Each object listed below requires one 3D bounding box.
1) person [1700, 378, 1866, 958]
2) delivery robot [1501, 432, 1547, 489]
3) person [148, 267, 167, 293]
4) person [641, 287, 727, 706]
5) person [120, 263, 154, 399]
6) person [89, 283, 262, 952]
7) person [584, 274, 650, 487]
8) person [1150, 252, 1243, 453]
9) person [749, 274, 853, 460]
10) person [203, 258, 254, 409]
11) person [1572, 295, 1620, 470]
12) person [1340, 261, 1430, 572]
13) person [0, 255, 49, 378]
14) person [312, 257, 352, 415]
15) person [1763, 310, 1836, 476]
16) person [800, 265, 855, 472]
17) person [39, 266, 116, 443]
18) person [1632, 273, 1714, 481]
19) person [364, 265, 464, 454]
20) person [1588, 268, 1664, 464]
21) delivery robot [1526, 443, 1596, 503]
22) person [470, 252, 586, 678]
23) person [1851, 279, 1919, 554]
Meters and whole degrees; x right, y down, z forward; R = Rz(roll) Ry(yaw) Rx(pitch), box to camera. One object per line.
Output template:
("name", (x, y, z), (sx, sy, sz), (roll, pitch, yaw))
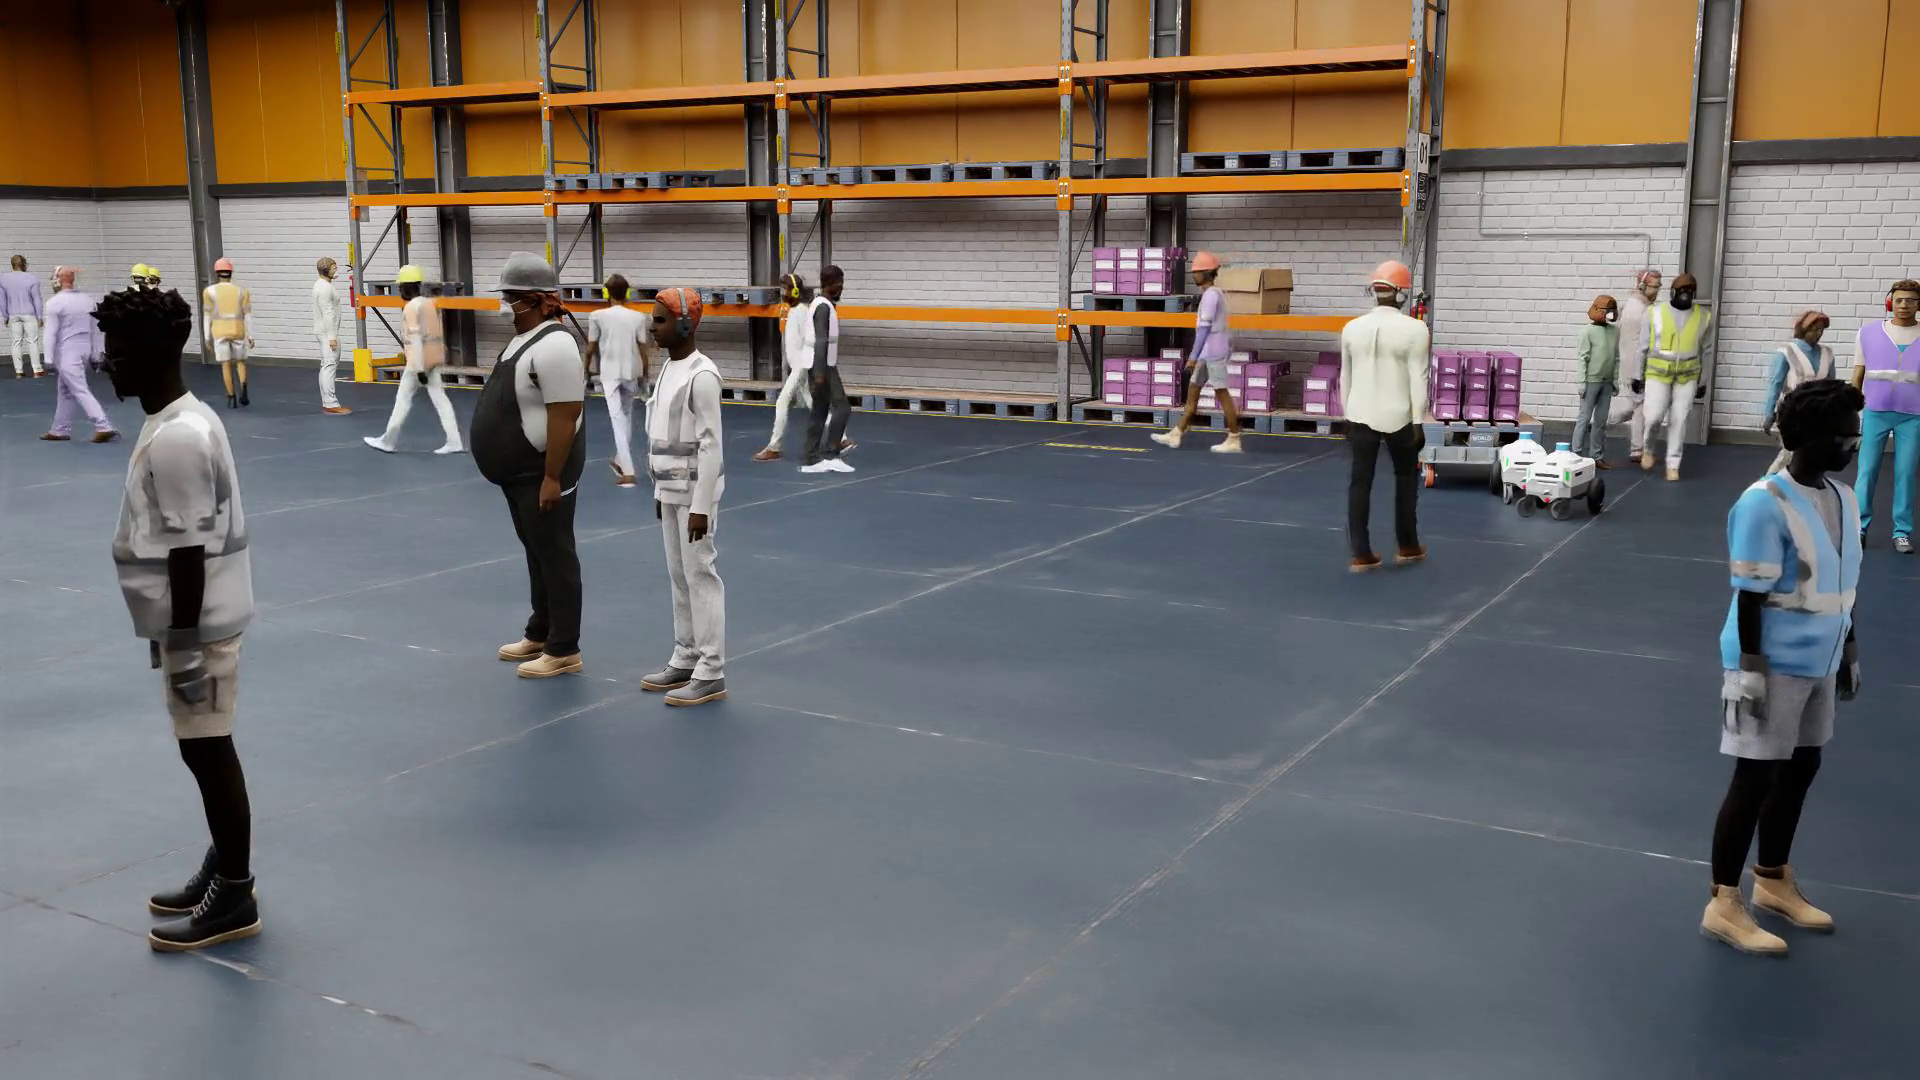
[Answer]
("person", (2.455, 0.364, 4.925), (0.535, 1.695, 0.318), (-6, 12, -32))
("delivery robot", (4.595, -0.637, 13.541), (0.477, 0.478, 0.707), (3, 10, 16))
("person", (-11.546, -3.027, 23.916), (0.529, 1.765, 0.327), (-5, 11, -27))
("person", (-1.253, -0.196, 7.553), (0.356, 1.883, 0.574), (-5, 11, -28))
("person", (-11.090, -2.837, 22.645), (0.588, 1.835, 0.404), (-1, 10, -7))
("person", (-2.291, 0.230, 4.927), (0.368, 1.963, 0.609), (-4, 11, -23))
("person", (-3.030, -1.398, 14.552), (0.540, 1.820, 0.975), (-6, 12, -32))
("person", (2.395, -1.864, 16.655), (0.997, 1.993, 0.634), (1, 10, 7))
("person", (-1.526, -1.675, 16.157), (1.012, 1.815, 0.541), (-2, 10, -14))
("person", (-9.357, -2.635, 21.269), (0.568, 1.915, 0.430), (-6, 12, -32))
("person", (5.884, -1.444, 15.353), (0.493, 1.624, 0.280), (-5, 11, -28))
("person", (2.775, -0.798, 10.705), (0.654, 1.964, 0.837), (8, 13, 39))
("person", (-14.719, -3.501, 26.115), (0.629, 1.937, 0.379), (-1, 10, -5))
("person", (-7.756, -2.506, 20.475), (0.372, 1.940, 0.632), (-5, 11, -25))
("person", (6.330, -0.939, 12.577), (0.533, 1.594, 0.860), (-3, 11, -18))
("person", (-1.178, -1.551, 15.197), (0.646, 1.887, 0.622), (-1, 10, -7))
("person", (-9.376, -1.950, 17.556), (0.971, 1.866, 0.654), (1, 10, 7))
("person", (6.303, -1.438, 14.729), (0.653, 1.829, 0.483), (2, 10, 13))
("person", (-5.429, -1.776, 16.524), (0.989, 1.875, 0.597), (2, 10, 9))
("person", (6.404, -1.645, 15.843), (0.637, 1.866, 0.679), (4, 11, 24))
("delivery robot", (4.626, -0.506, 12.798), (0.477, 0.478, 0.707), (7, 12, 36))
("person", (-2.083, -0.362, 8.047), (0.536, 2.000, 0.676), (-5, 11, -26))
("person", (6.338, -0.837, 11.284), (0.566, 1.846, 0.389), (5, 11, 26))
